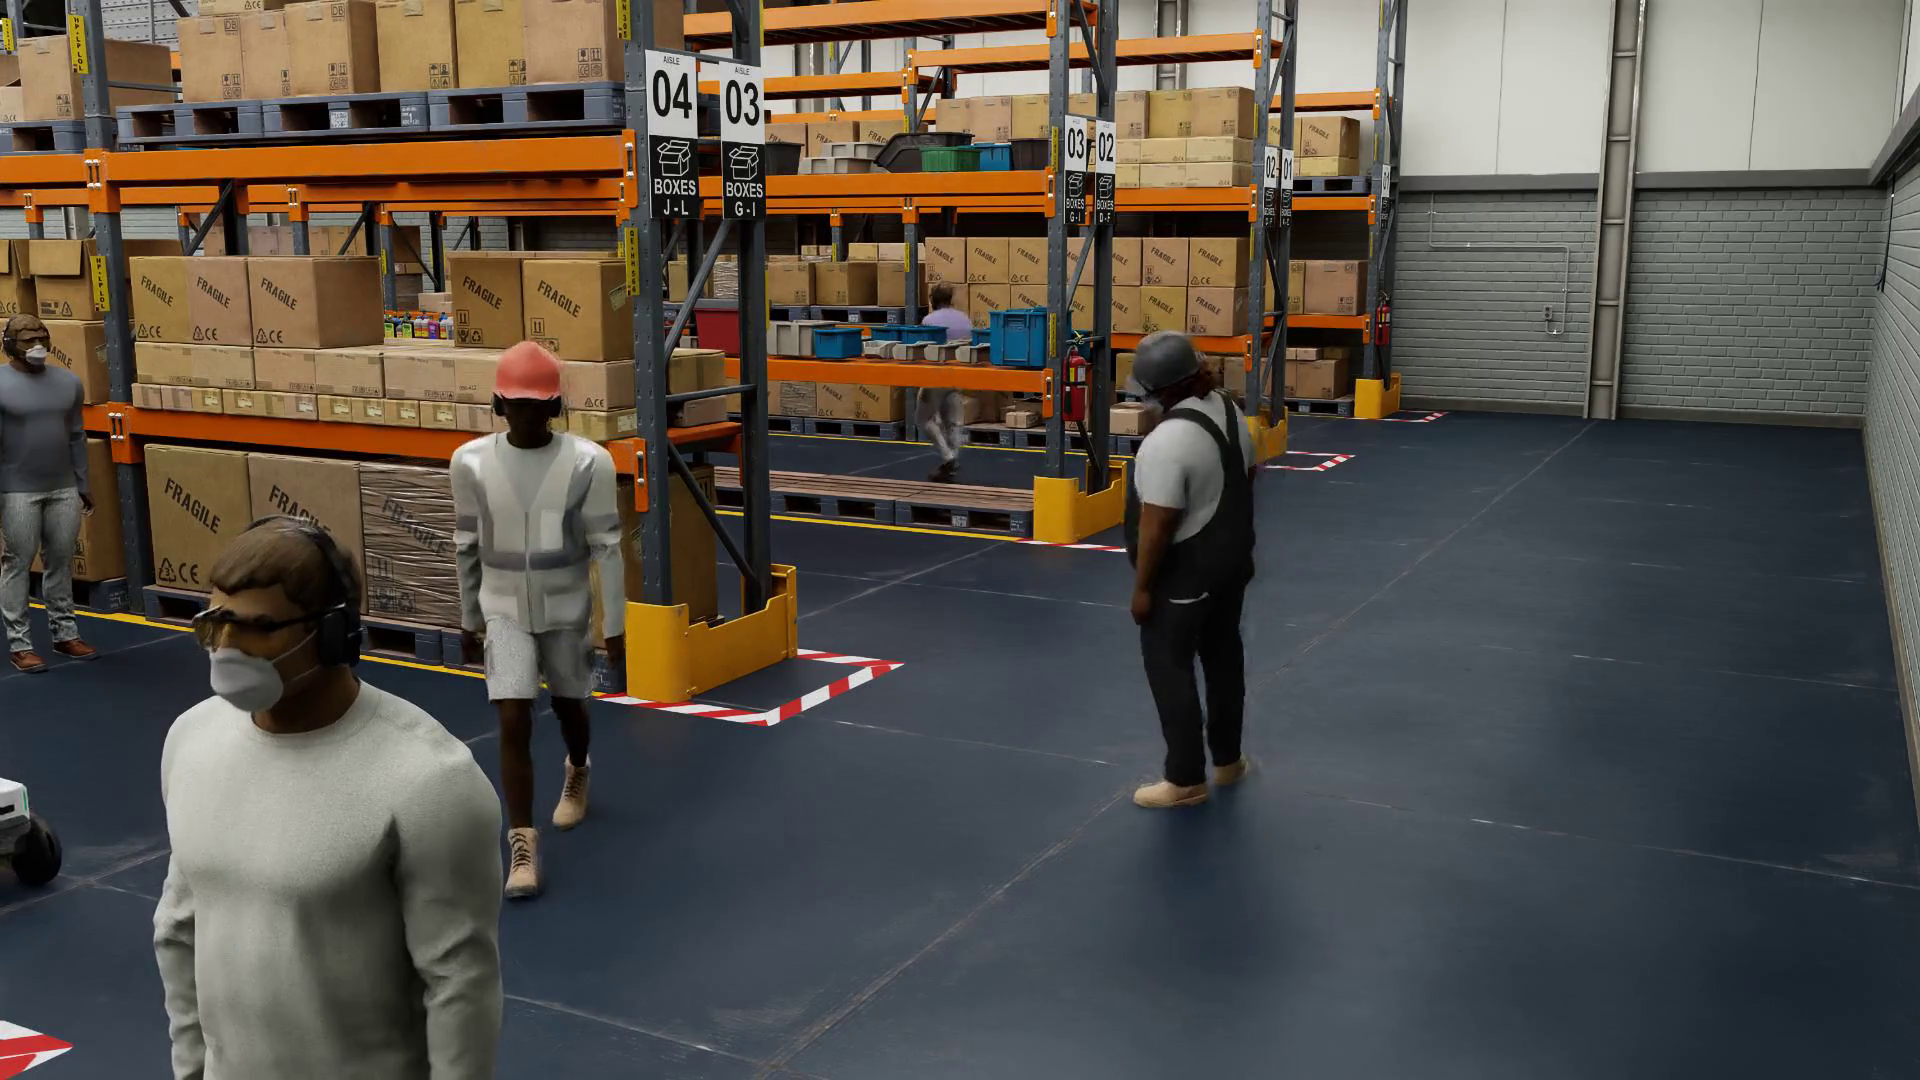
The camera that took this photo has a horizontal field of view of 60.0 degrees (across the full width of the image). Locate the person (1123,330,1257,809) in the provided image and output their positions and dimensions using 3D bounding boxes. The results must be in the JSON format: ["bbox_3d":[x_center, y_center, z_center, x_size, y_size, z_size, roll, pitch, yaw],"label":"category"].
[{"bbox_3d":[0.970,0.064,6.995,0.533,2.000,0.828,8,13,38],"label":"person"}]

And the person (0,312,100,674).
[{"bbox_3d":[-5.019,-0.264,9.063,0.377,1.940,0.628,6,12,29],"label":"person"}]

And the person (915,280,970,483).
[{"bbox_3d":[-0.176,-1.485,15.748,0.437,1.925,0.656,9,13,39],"label":"person"}]

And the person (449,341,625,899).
[{"bbox_3d":[-1.562,0.235,6.230,0.627,1.995,1.030,-1,10,-5],"label":"person"}]

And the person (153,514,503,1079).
[{"bbox_3d":[-1.003,0.915,2.632,0.629,1.940,0.373,4,11,21],"label":"person"}]

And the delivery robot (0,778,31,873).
[{"bbox_3d":[-3.675,0.953,5.945,0.707,0.478,0.477,6,12,29],"label":"delivery robot"}]
